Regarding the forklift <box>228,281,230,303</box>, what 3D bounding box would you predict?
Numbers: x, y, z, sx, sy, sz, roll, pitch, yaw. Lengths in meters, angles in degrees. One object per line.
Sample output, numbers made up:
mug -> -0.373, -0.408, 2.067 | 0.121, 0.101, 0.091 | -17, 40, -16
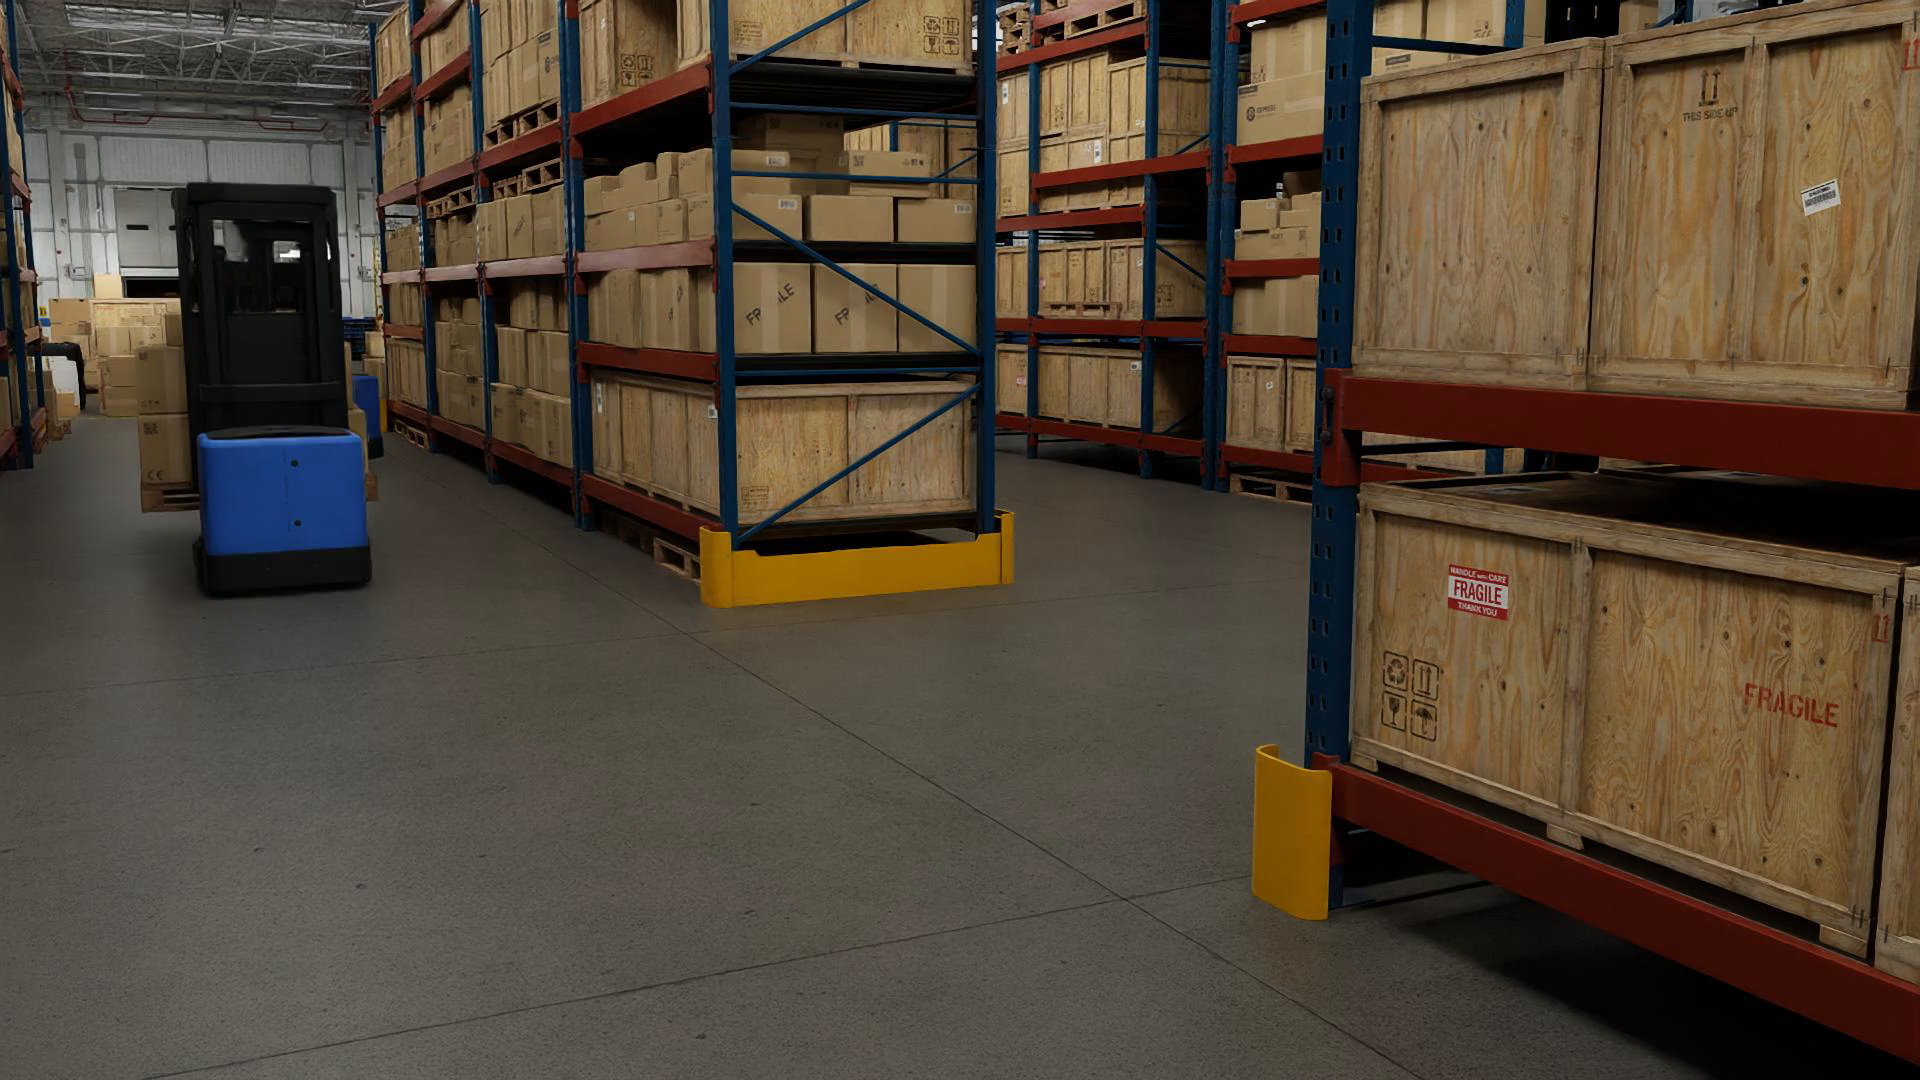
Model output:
forklift -> -17.707, -5.424, 41.488 | 1.129, 2.768, 1.873 | -1, 8, -6

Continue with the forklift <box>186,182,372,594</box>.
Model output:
forklift -> -4.940, -1.135, 11.914 | 1.129, 2.768, 1.873 | -4, 9, -26

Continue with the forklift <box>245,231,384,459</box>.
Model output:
forklift -> -8.146, -2.345, 20.258 | 1.873, 2.768, 1.129 | 3, 9, 23
